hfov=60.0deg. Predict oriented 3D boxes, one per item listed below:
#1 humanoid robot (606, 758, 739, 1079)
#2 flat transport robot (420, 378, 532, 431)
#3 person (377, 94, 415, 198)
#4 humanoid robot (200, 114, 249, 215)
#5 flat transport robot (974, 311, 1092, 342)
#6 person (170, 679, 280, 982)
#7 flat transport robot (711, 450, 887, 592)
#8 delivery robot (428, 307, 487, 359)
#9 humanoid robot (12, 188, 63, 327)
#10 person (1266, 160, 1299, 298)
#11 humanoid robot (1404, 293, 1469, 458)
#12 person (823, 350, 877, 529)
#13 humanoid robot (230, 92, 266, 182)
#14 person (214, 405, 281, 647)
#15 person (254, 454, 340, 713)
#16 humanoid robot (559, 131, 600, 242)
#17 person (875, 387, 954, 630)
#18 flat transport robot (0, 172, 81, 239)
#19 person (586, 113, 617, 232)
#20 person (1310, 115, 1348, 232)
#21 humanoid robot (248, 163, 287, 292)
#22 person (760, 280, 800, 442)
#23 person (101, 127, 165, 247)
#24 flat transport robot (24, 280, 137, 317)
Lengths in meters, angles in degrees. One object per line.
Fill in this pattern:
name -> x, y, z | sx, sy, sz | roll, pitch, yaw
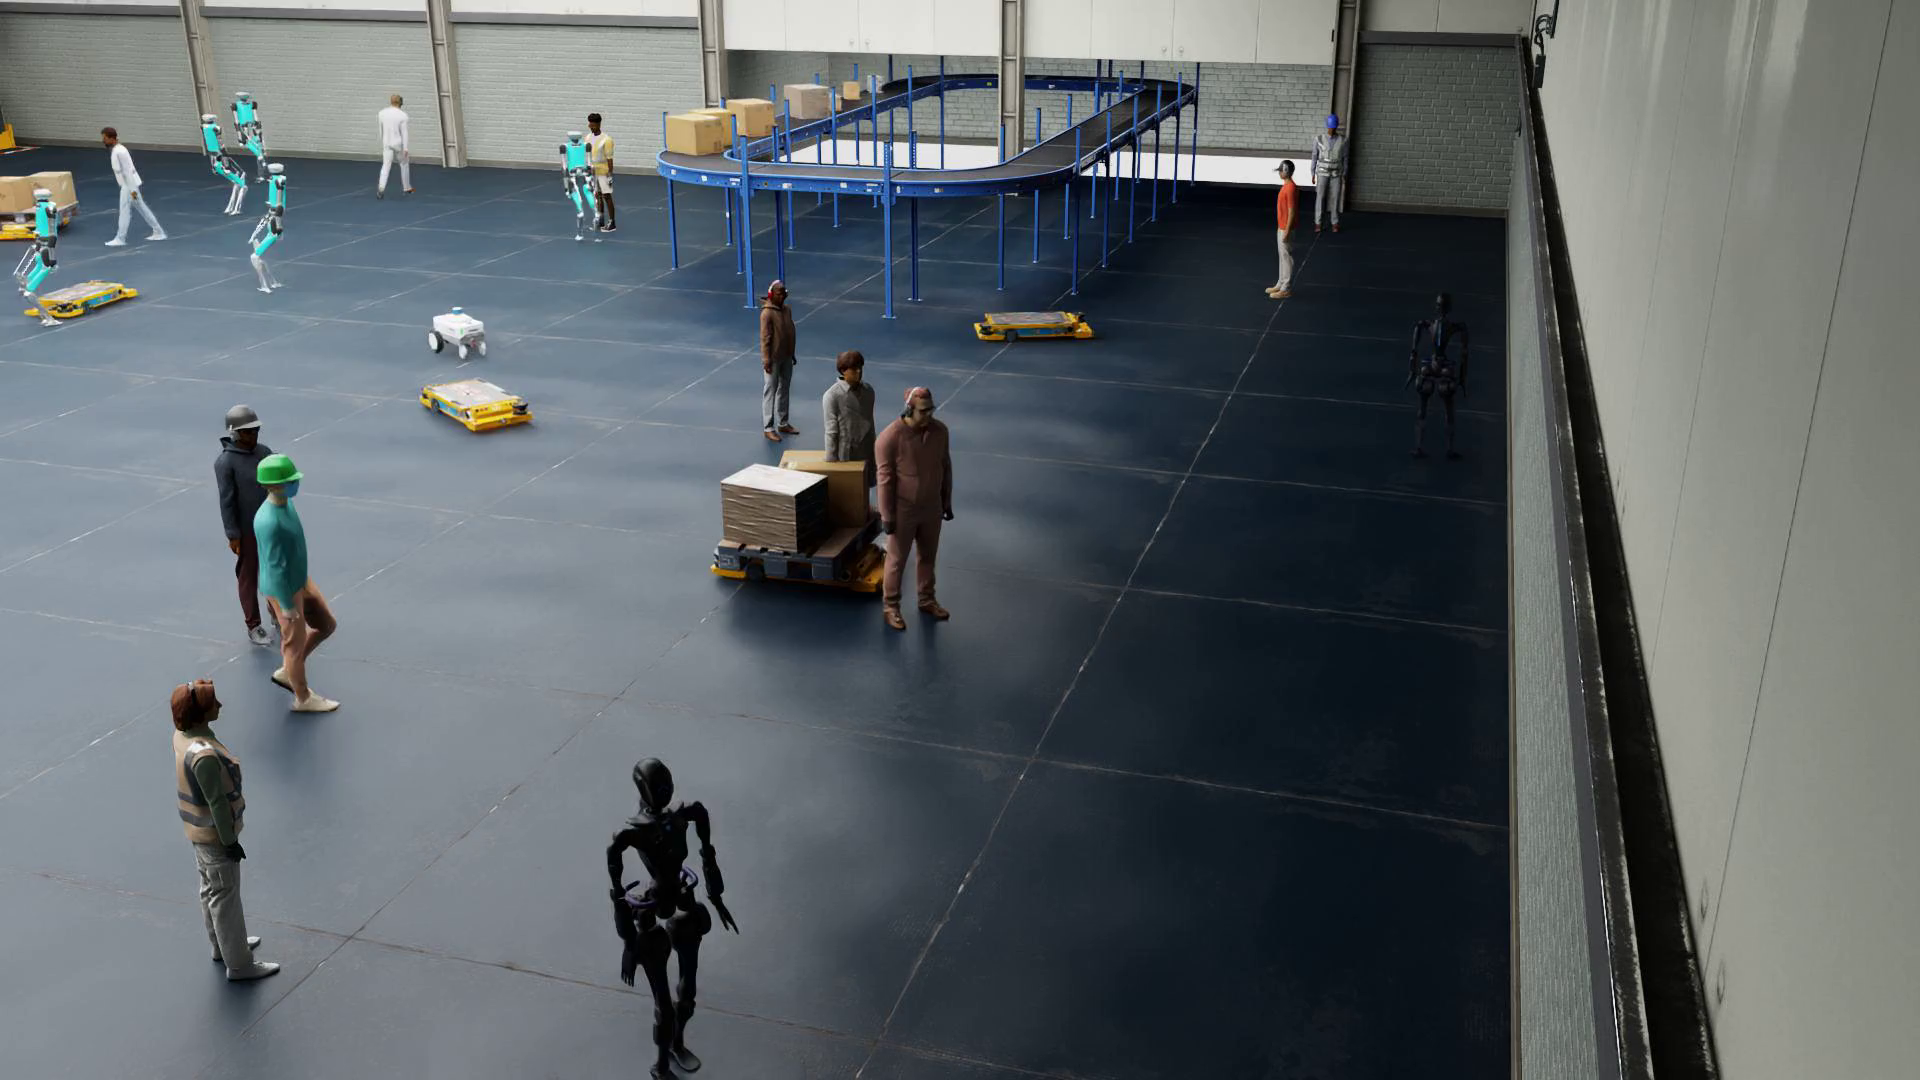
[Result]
humanoid robot -> -1.303, 1.758, 7.668 | 0.603, 1.652, 0.410 | -17, 27, -37
flat transport robot -> -5.257, -1.477, 18.010 | 0.659, 0.231, 1.431 | -17, 27, -36
person -> -10.544, -7.311, 30.925 | 0.675, 1.889, 0.985 | 4, 21, 11
humanoid robot -> -12.842, -6.614, 29.202 | 0.530, 1.725, 0.711 | 16, 26, 35
flat transport robot -> 0.929, -2.729, 21.256 | 1.431, 0.231, 0.659 | -2, 21, -6
person -> -3.781, 1.469, 8.458 | 0.308, 1.641, 0.514 | -15, 26, -34
flat transport robot -> -1.275, 0.170, 13.736 | 1.431, 0.231, 0.659 | 6, 22, 15
delivery robot -> -6.161, -2.547, 20.414 | 0.792, 0.614, 0.499 | 20, 28, 41
humanoid robot -> -11.971, -3.626, 21.509 | 0.533, 1.757, 0.735 | 20, 29, 41
person -> 4.487, -4.319, 23.110 | 0.412, 1.906, 0.473 | 1, 21, 2
humanoid robot -> 4.705, -1.624, 16.442 | 0.599, 1.653, 0.327 | 7, 22, 19
person -> -0.889, -0.673, 13.749 | 0.503, 1.836, 0.366 | -18, 27, -38
humanoid robot -> -13.680, -7.763, 32.294 | 0.903, 1.776, 0.540 | 15, 26, 34
person -> -5.232, -0.128, 12.357 | 0.365, 1.816, 0.540 | 10, 23, 25
person -> -4.463, 0.305, 11.169 | 0.417, 1.861, 0.560 | -2, 21, -4
humanoid robot -> -6.072, -5.634, 26.798 | 0.530, 1.807, 0.782 | -11, 24, -26
person -> -0.322, -0.246, 12.572 | 0.655, 1.895, 0.404 | -14, 25, -32
flat transport robot -> -15.504, -5.260, 27.821 | 0.659, 0.231, 1.431 | -3, 21, -7
person -> -5.999, -6.133, 27.744 | 0.603, 1.958, 0.372 | 17, 27, 37
person -> 6.142, -6.101, 27.700 | 0.613, 1.933, 0.415 | 0, 21, 0
humanoid robot -> -9.889, -4.406, 23.568 | 0.859, 1.771, 0.591 | -12, 24, -28
person -> -1.871, -1.854, 17.059 | 0.309, 1.650, 0.471 | 14, 25, 32
person -> -13.392, -5.697, 26.747 | 0.918, 1.867, 0.635 | -12, 24, -29
flat transport robot -> -12.001, -3.290, 22.712 | 0.659, 0.231, 1.431 | 4, 21, 10
